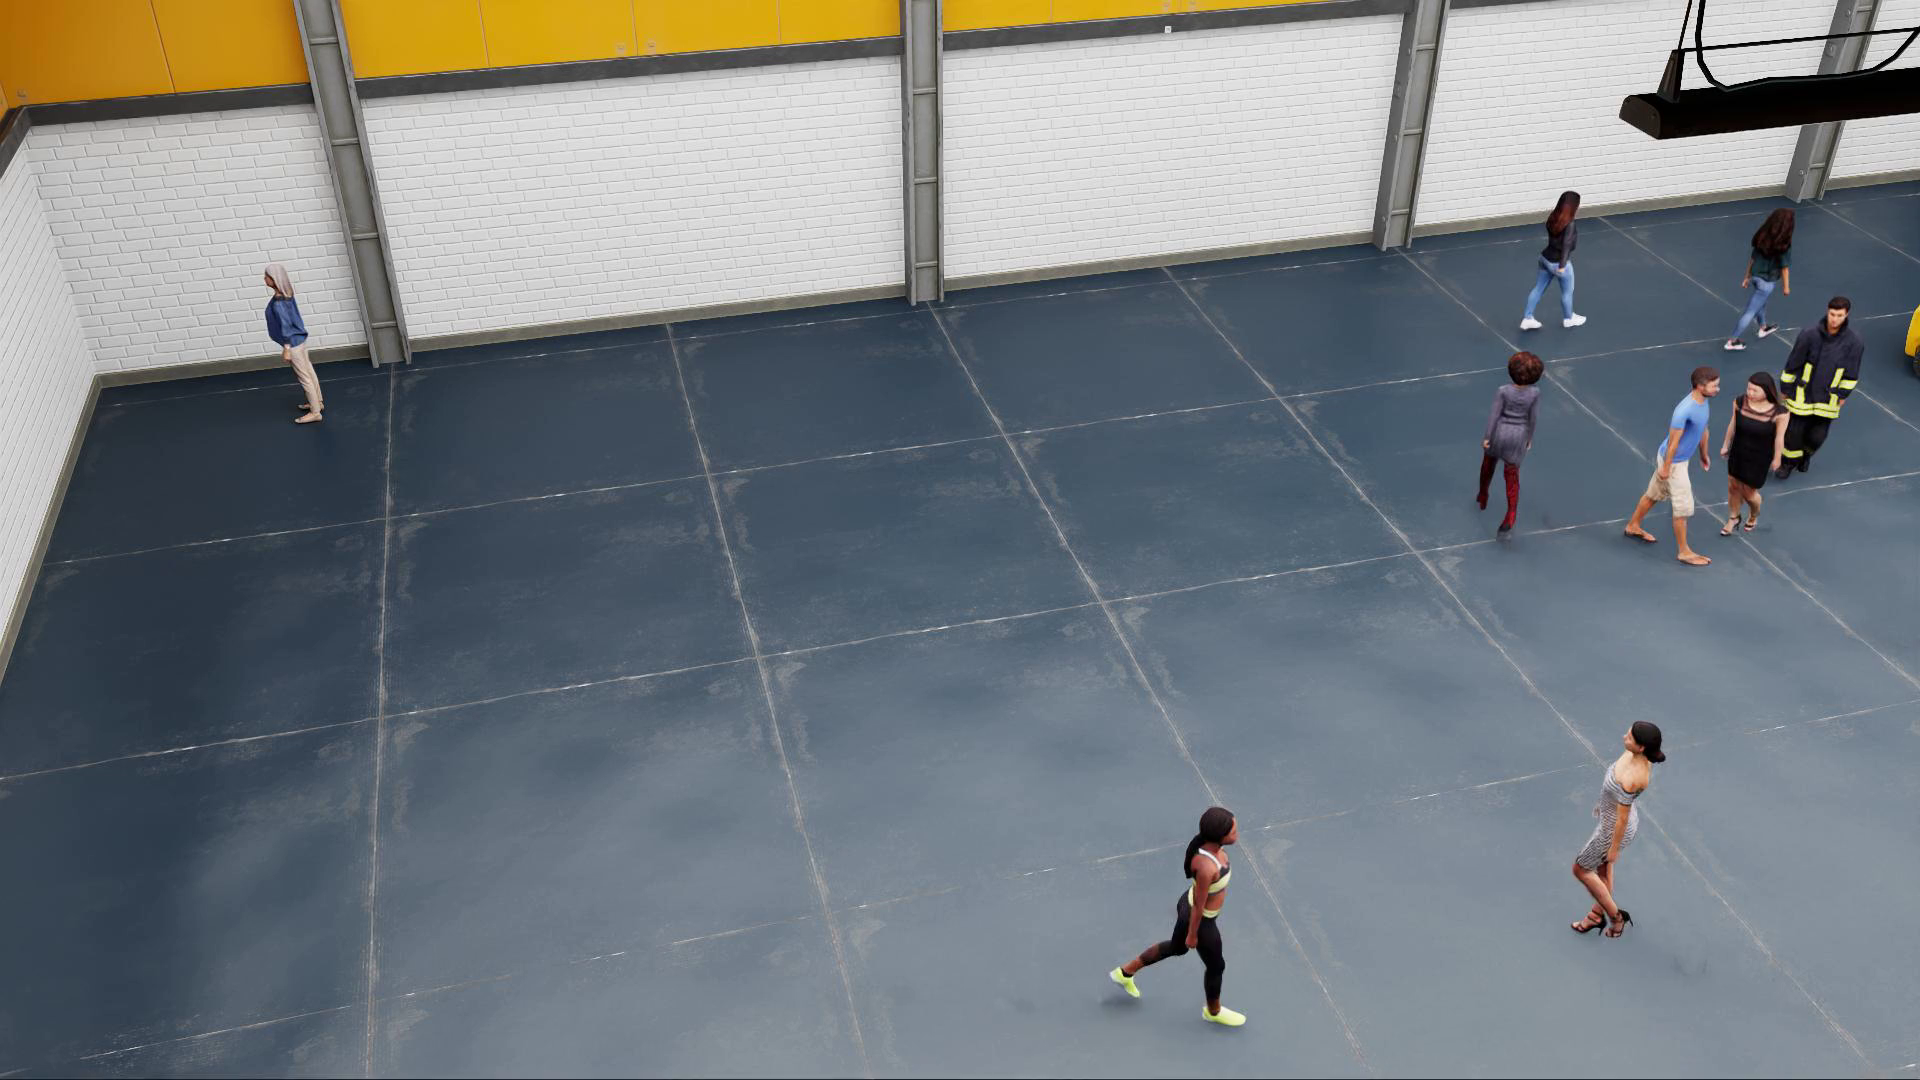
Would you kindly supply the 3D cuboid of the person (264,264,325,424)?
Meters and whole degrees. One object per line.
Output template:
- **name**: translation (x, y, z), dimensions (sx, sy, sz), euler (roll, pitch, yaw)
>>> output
- **person**: translation (-6.669, -1.984, 16.665), dimensions (0.587, 1.697, 0.629), euler (-5, 34, -8)

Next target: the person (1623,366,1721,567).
- **person**: translation (6.229, -0.738, 14.667), dimensions (1.084, 1.834, 1.103), euler (23, 40, 31)

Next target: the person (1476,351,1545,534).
- **person**: translation (4.962, -0.853, 14.977), dimensions (1.094, 1.681, 0.907), euler (2, 34, 3)

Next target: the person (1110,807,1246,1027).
- **person**: translation (1.360, 2.308, 10.186), dimensions (1.172, 1.721, 0.892), euler (5, 34, 8)

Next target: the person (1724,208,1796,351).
- **person**: translation (8.615, -2.778, 17.962), dimensions (0.994, 1.583, 0.624), euler (-9, 35, -14)

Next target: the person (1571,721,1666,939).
- **person**: translation (4.296, 1.907, 10.709), dimensions (0.841, 1.809, 0.781), euler (17, 37, 23)

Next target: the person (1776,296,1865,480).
- **person**: translation (8.084, -1.459, 15.678), dimensions (0.916, 1.914, 0.984), euler (16, 37, 23)

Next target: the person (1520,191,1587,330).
- **person**: translation (6.496, -3.048, 18.345), dimensions (0.943, 1.608, 0.661), euler (-8, 35, -12)

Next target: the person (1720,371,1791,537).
- **person**: translation (7.075, -0.754, 14.817), dimensions (0.852, 1.694, 0.801), euler (-27, 42, -35)
